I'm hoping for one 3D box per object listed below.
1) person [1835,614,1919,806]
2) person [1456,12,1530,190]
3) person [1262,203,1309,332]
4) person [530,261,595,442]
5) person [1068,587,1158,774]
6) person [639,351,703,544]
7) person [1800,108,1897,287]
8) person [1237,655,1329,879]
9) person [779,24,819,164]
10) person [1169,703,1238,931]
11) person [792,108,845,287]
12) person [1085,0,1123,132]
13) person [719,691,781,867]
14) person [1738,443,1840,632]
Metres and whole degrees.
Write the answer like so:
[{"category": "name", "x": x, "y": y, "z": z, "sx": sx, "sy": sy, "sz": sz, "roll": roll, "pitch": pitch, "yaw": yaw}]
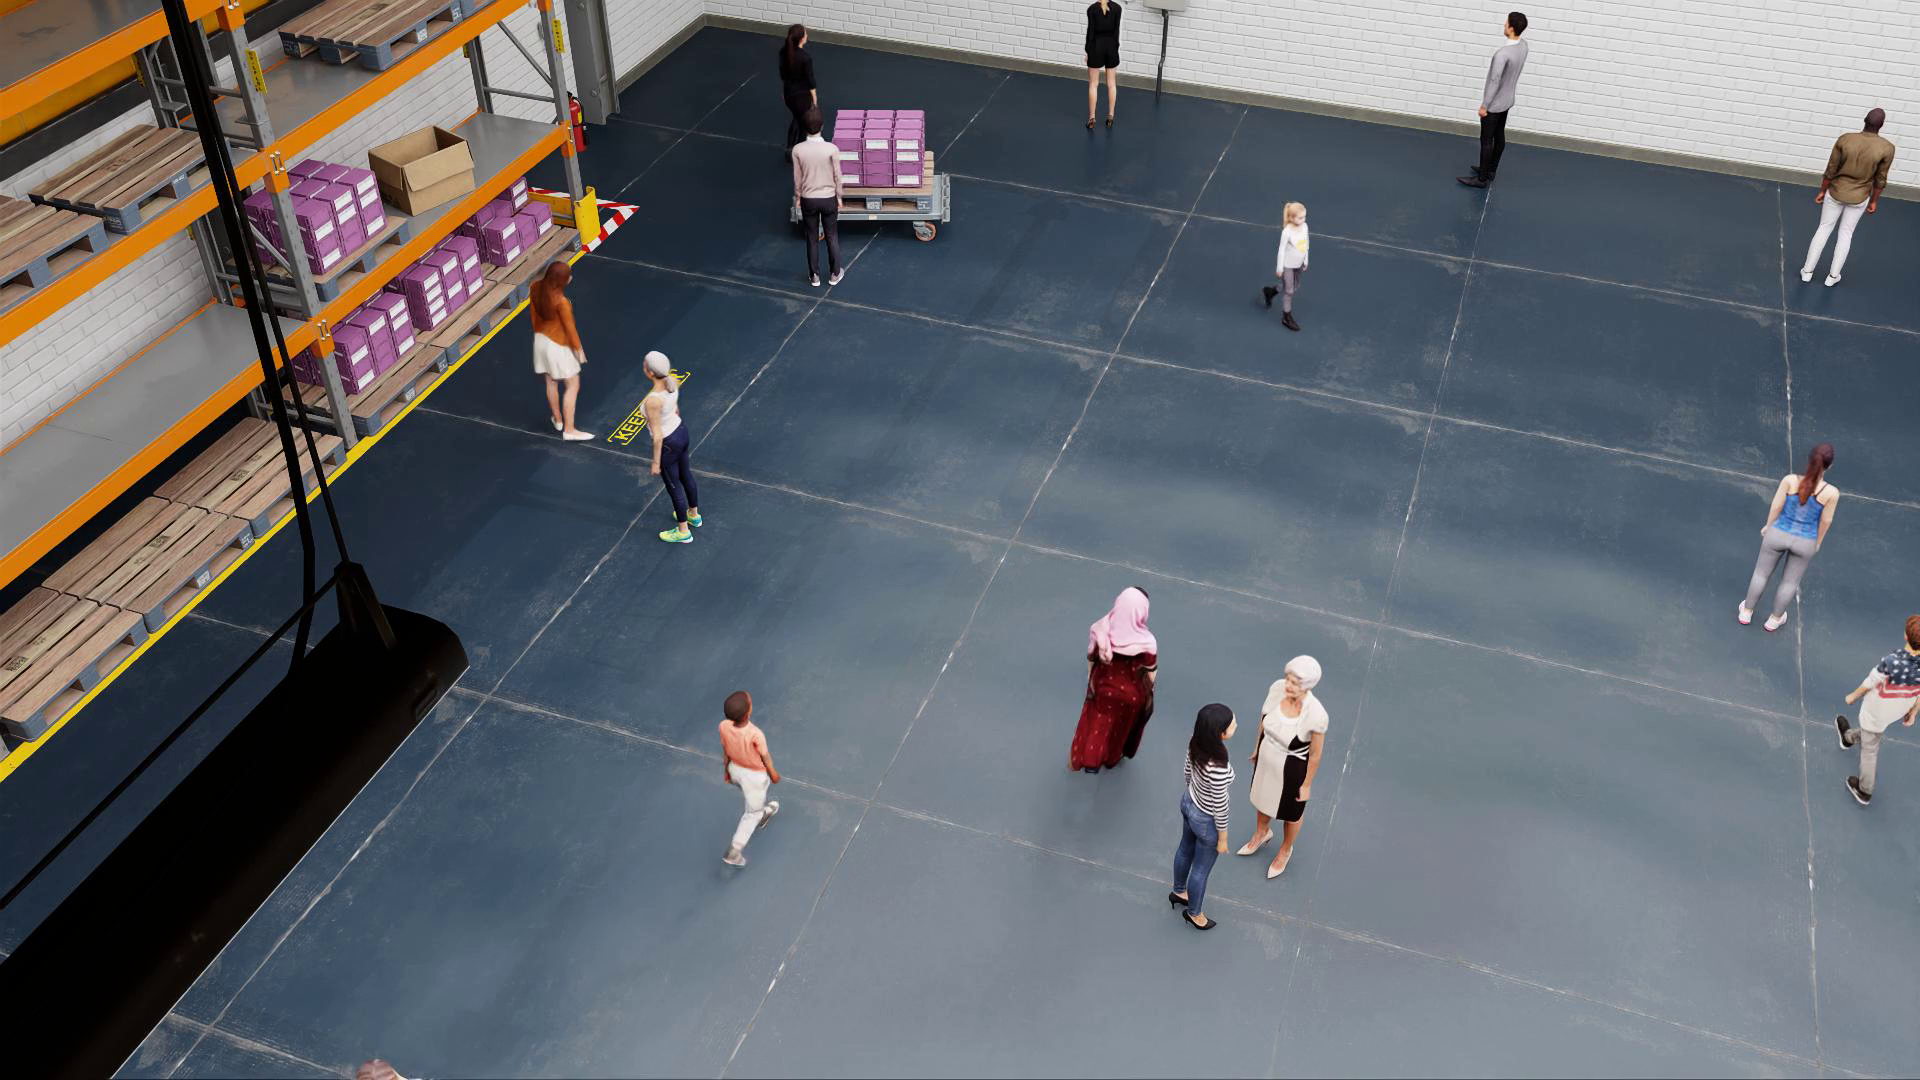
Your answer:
[{"category": "person", "x": 6.109, "y": 1.135, "z": 10.923, "sx": 0.787, "sy": 1.400, "sz": 1.006, "roll": -4, "pitch": 39, "yaw": -4}, {"category": "person", "x": 5.787, "y": -4.722, "z": 17.837, "sx": 0.880, "sy": 1.923, "sz": 0.717, "roll": 29, "pitch": 47, "yaw": 31}, {"category": "person", "x": 3.095, "y": -2.639, "z": 15.755, "sx": 0.800, "sy": 1.267, "sz": 0.781, "roll": -27, "pitch": 46, "yaw": -29}, {"category": "person", "x": -3.491, "y": -1.649, "z": 14.180, "sx": 0.775, "sy": 1.686, "sz": 0.672, "roll": 11, "pitch": 40, "yaw": 13}, {"category": "person", "x": 1.030, "y": 0.989, "z": 10.933, "sx": 0.667, "sy": 1.615, "sz": 0.769, "roll": 14, "pitch": 41, "yaw": 17}, {"category": "person", "x": -2.265, "y": -0.734, "z": 13.022, "sx": 0.658, "sy": 1.701, "sz": 0.470, "roll": 11, "pitch": 40, "yaw": 13}, {"category": "person", "x": 8.639, "y": -3.340, "z": 16.185, "sx": 0.764, "sy": 1.825, "sz": 0.635, "roll": 20, "pitch": 43, "yaw": 23}, {"category": "person", "x": 2.020, "y": 1.393, "z": 10.314, "sx": 0.712, "sy": 1.756, "sz": 0.708, "roll": -26, "pitch": 45, "yaw": -29}, {"category": "person", "x": -1.819, "y": -4.775, "z": 18.123, "sx": 0.716, "sy": 1.650, "sz": 0.732, "roll": 28, "pitch": 46, "yaw": 30}, {"category": "person", "x": 1.454, "y": 1.657, "z": 9.951, "sx": 0.699, "sy": 1.797, "sz": 0.609, "roll": -11, "pitch": 40, "yaw": -14}, {"category": "person", "x": -1.379, "y": -3.325, "z": 16.180, "sx": 0.687, "sy": 1.808, "sz": 0.662, "roll": 1, "pitch": 39, "yaw": 1}, {"category": "person", "x": 1.618, "y": -5.552, "z": 19.001, "sx": 0.653, "sy": 1.768, "sz": 0.679, "roll": -8, "pitch": 39, "yaw": -10}, {"category": "person", "x": -1.369, "y": 1.508, "z": 10.538, "sx": 0.615, "sy": 1.298, "sz": 0.921, "roll": 22, "pitch": 44, "yaw": 25}, {"category": "person", "x": 6.100, "y": -0.018, "z": 12.198, "sx": 0.603, "sy": 1.610, "sz": 0.594, "roll": 21, "pitch": 43, "yaw": 24}]
